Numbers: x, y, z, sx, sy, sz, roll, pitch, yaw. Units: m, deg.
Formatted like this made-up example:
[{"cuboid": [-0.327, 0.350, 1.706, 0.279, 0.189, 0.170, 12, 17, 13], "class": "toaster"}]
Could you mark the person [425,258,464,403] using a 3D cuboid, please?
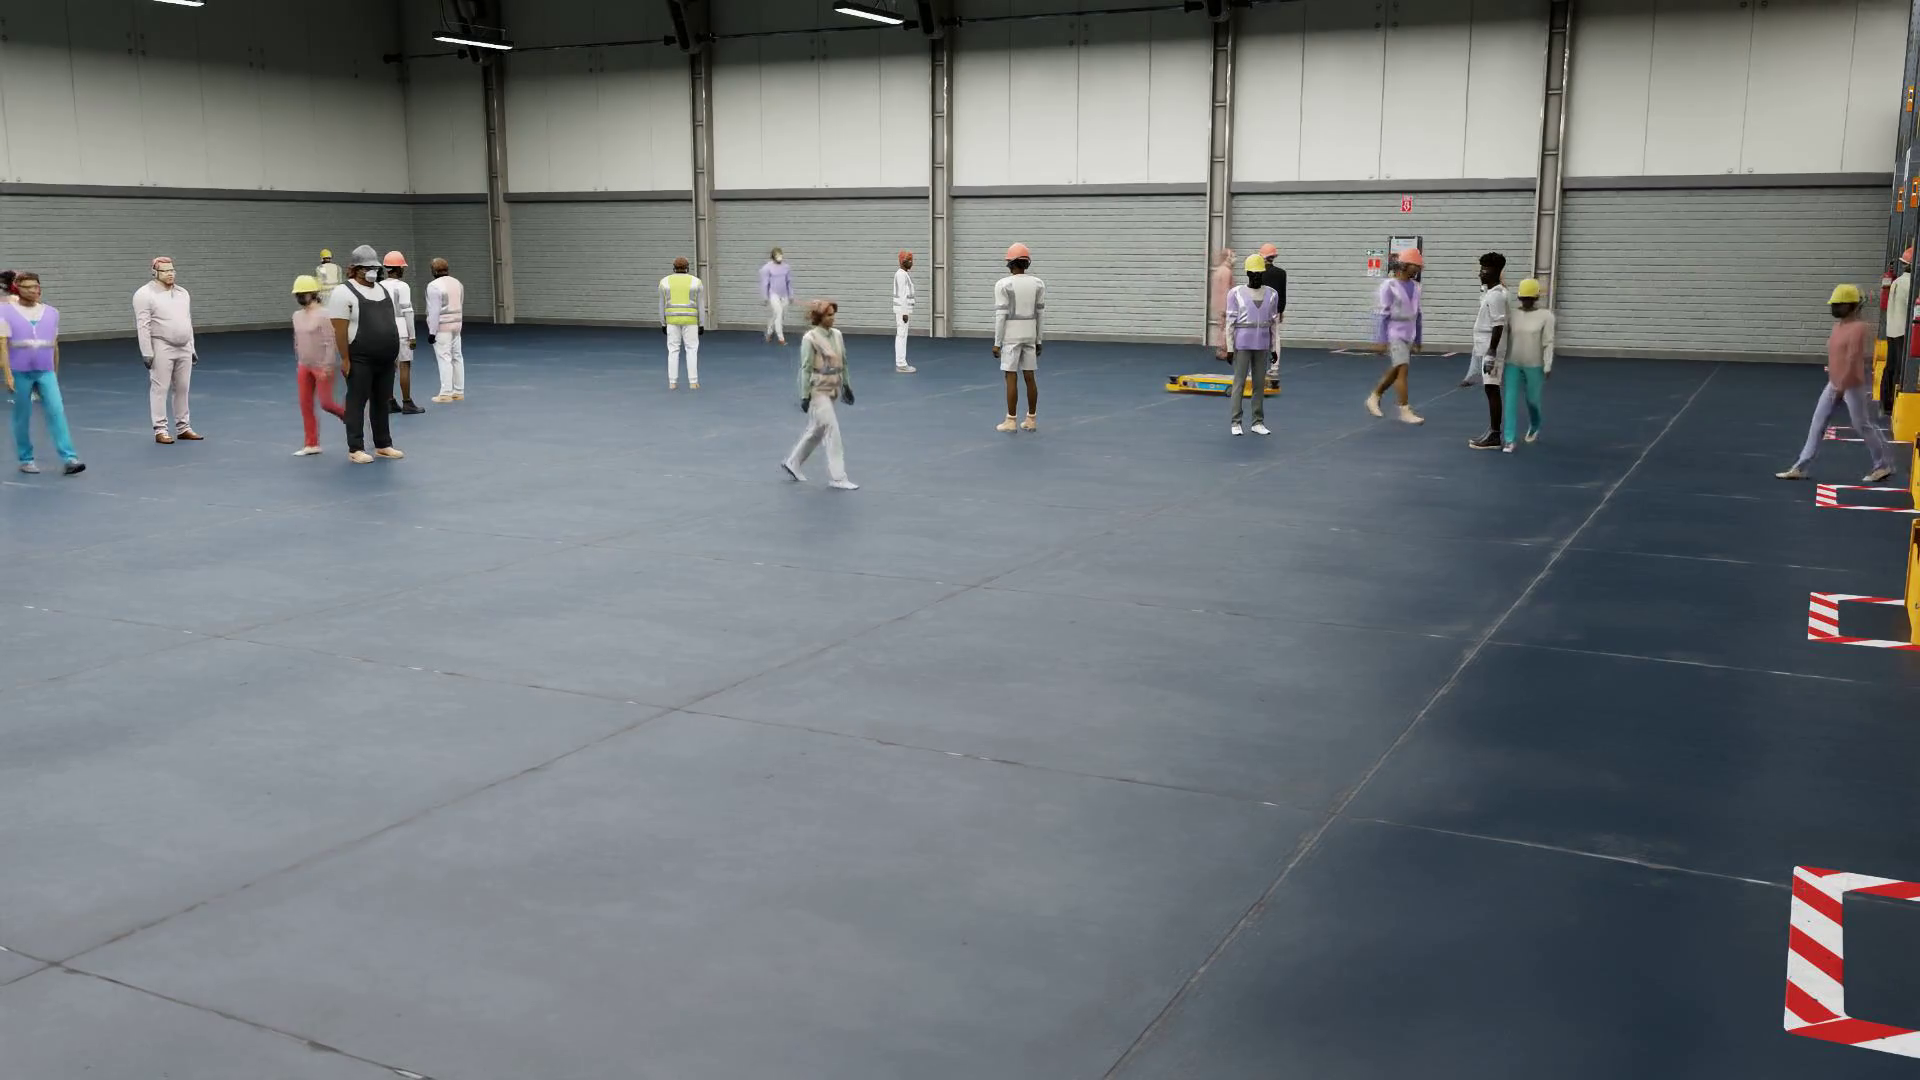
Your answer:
[{"cuboid": [-6.600, -2.676, 21.281, 0.430, 1.841, 0.624, 4, 11, 20], "class": "person"}]

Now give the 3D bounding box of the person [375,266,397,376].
[{"cuboid": [-8.759, -3.280, 24.963, 0.449, 1.686, 0.548, -5, 12, -26], "class": "person"}]

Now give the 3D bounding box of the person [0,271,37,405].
[{"cuboid": [-11.880, -2.543, 20.990, 0.316, 1.687, 0.579, -3, 11, -14], "class": "person"}]

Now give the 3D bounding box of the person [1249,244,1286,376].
[{"cuboid": [4.651, -3.479, 25.226, 0.624, 1.993, 0.388, -4, 11, -22], "class": "person"}]

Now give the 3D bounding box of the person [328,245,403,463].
[{"cuboid": [-5.546, -1.754, 15.696, 0.536, 2.000, 0.688, 5, 12, 27], "class": "person"}]

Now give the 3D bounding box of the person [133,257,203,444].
[{"cuboid": [-8.139, -1.953, 17.151, 0.408, 1.906, 0.653, 5, 11, 24], "class": "person"}]

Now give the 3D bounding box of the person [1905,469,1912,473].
[{"cuboid": [8.756, -1.366, 14.742, 0.453, 1.621, 0.512, 2, 11, 10], "class": "person"}]

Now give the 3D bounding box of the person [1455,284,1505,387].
[{"cuboid": [7.438, -2.926, 23.331, 0.850, 1.593, 0.514, -3, 11, -18], "class": "person"}]

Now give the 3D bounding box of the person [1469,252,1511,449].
[{"cuboid": [5.317, -1.891, 16.646, 0.363, 1.963, 0.612, 4, 11, 19], "class": "person"}]

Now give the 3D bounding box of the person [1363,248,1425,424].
[{"cuboid": [5.024, -2.353, 19.116, 0.606, 1.999, 1.008, -6, 12, -30], "class": "person"}]

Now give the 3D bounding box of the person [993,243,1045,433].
[{"cuboid": [0.623, -2.180, 18.013, 0.614, 2.043, 0.373, -6, 12, -30], "class": "person"}]

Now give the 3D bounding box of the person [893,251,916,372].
[{"cuboid": [-0.871, -3.565, 25.997, 0.356, 1.886, 0.572, -1, 10, -5], "class": "person"}]

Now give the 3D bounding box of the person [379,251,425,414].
[{"cuboid": [-6.710, -2.468, 19.870, 0.544, 1.939, 0.354, 5, 12, 26], "class": "person"}]

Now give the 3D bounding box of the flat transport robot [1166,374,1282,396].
[{"cuboid": [3.552, -2.099, 22.404, 1.431, 0.197, 0.652, 9, 14, 42], "class": "flat transport robot"}]

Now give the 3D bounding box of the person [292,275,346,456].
[{"cuboid": [-6.230, -1.699, 16.190, 0.535, 1.750, 0.594, 5, 11, 25], "class": "person"}]

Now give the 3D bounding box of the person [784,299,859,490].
[{"cuboid": [-1.205, -1.251, 14.141, 0.815, 1.606, 0.518, 5, 12, 27], "class": "person"}]

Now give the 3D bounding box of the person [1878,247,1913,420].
[{"cuboid": [10.944, -2.385, 19.258, 0.387, 1.996, 0.611, 1, 10, 6], "class": "person"}]

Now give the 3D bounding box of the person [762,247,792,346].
[{"cuboid": [-3.584, -4.745, 32.377, 0.638, 1.915, 0.845, -9, 14, -40], "class": "person"}]

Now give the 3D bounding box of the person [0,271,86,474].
[{"cuboid": [-8.172, -1.458, 14.729, 0.922, 1.805, 0.575, 8, 13, 38], "class": "person"}]

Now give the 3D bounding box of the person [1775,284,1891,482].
[{"cuboid": [7.672, -1.344, 14.374, 0.943, 1.718, 0.537, 0, 10, 0], "class": "person"}]

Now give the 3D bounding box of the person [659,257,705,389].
[{"cuboid": [-3.863, -3.017, 23.163, 0.628, 1.836, 0.430, 0, 10, -2], "class": "person"}]

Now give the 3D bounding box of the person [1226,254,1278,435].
[{"cuboid": [3.130, -2.082, 17.798, 0.593, 1.926, 0.366, -3, 11, -15], "class": "person"}]

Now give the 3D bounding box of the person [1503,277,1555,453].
[{"cuboid": [5.619, -1.748, 16.527, 0.543, 1.728, 0.721, 5, 12, 27], "class": "person"}]

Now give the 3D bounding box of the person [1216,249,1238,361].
[{"cuboid": [4.552, -3.992, 28.306, 0.405, 1.909, 0.677, 0, 10, 1], "class": "person"}]

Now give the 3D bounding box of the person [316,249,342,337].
[{"cuboid": [-13.191, -5.146, 34.755, 0.403, 1.835, 0.586, 8, 13, 37], "class": "person"}]
